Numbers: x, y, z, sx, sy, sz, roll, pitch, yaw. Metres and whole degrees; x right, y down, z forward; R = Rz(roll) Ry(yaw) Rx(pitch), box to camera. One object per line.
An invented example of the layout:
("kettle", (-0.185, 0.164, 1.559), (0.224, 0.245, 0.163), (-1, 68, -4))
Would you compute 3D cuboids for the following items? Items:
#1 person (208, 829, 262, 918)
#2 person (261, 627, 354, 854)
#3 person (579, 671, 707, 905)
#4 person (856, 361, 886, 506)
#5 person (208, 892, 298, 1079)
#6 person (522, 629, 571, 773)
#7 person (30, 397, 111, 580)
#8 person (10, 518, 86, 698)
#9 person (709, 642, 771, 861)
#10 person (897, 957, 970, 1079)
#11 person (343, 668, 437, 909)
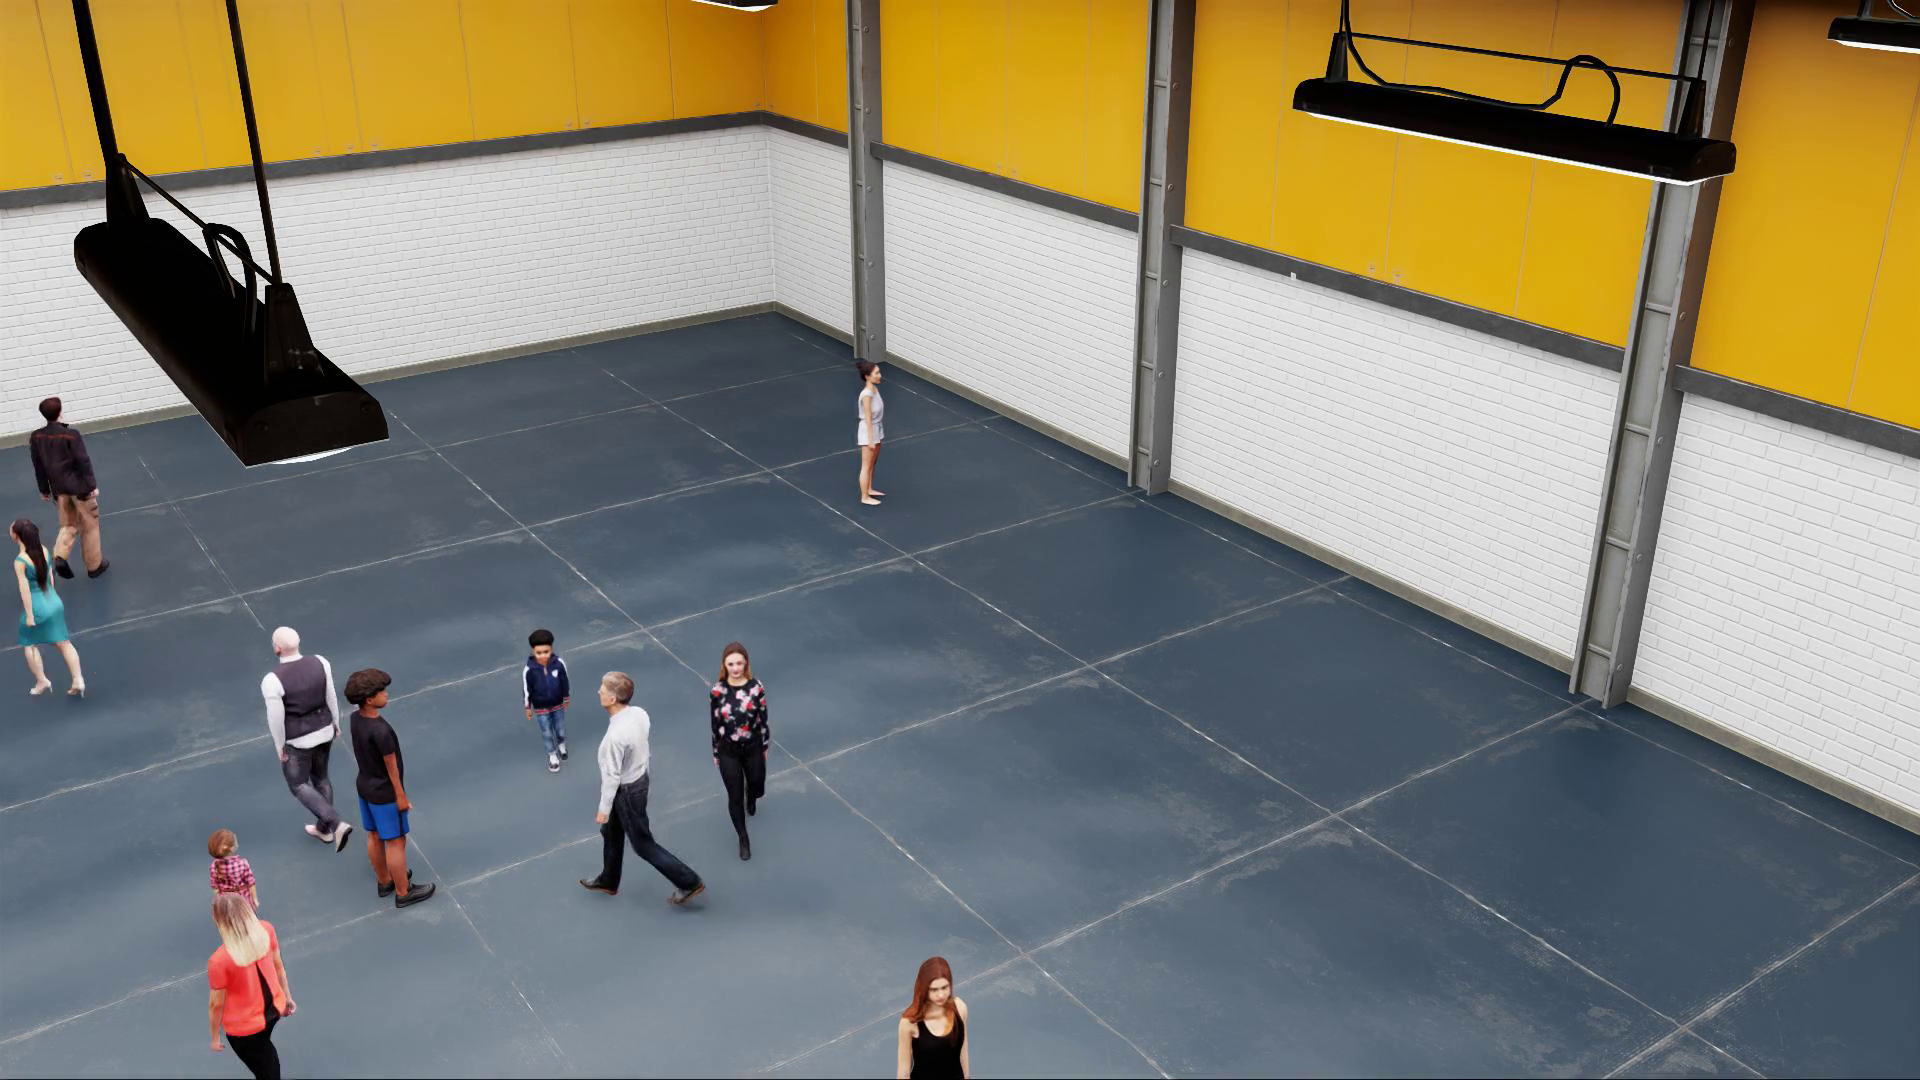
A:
("person", (-4.805, 2.371, 11.028), (0.493, 1.023, 0.533), (-3, 24, -7))
("person", (-4.696, 1.484, 12.080), (1.069, 1.805, 0.876), (16, 28, 33))
("person", (-2.205, 1.762, 11.468), (1.193, 1.787, 1.190), (2, 24, 4))
("person", (-0.994, -1.204, 18.476), (0.704, 1.608, 0.640), (3, 24, 8))
("person", (-3.903, 2.729, 9.387), (0.852, 1.681, 0.788), (10, 25, 21))
("person", (-3.307, 1.262, 13.326), (0.588, 1.214, 0.609), (-7, 25, -15))
("person", (-8.810, -0.464, 16.404), (0.992, 1.912, 1.081), (1, 24, 2))
("person", (-7.781, 0.616, 14.239), (0.861, 1.666, 0.797), (5, 24, 12))
("person", (-1.616, 1.499, 12.216), (0.791, 1.670, 0.964), (-4, 24, -10))
("person", (-0.133, 2.936, 8.860), (0.604, 1.725, 0.557), (-11, 26, -24))
("person", (-4.029, 1.719, 11.557), (0.575, 1.794, 0.714), (20, 31, 38))
